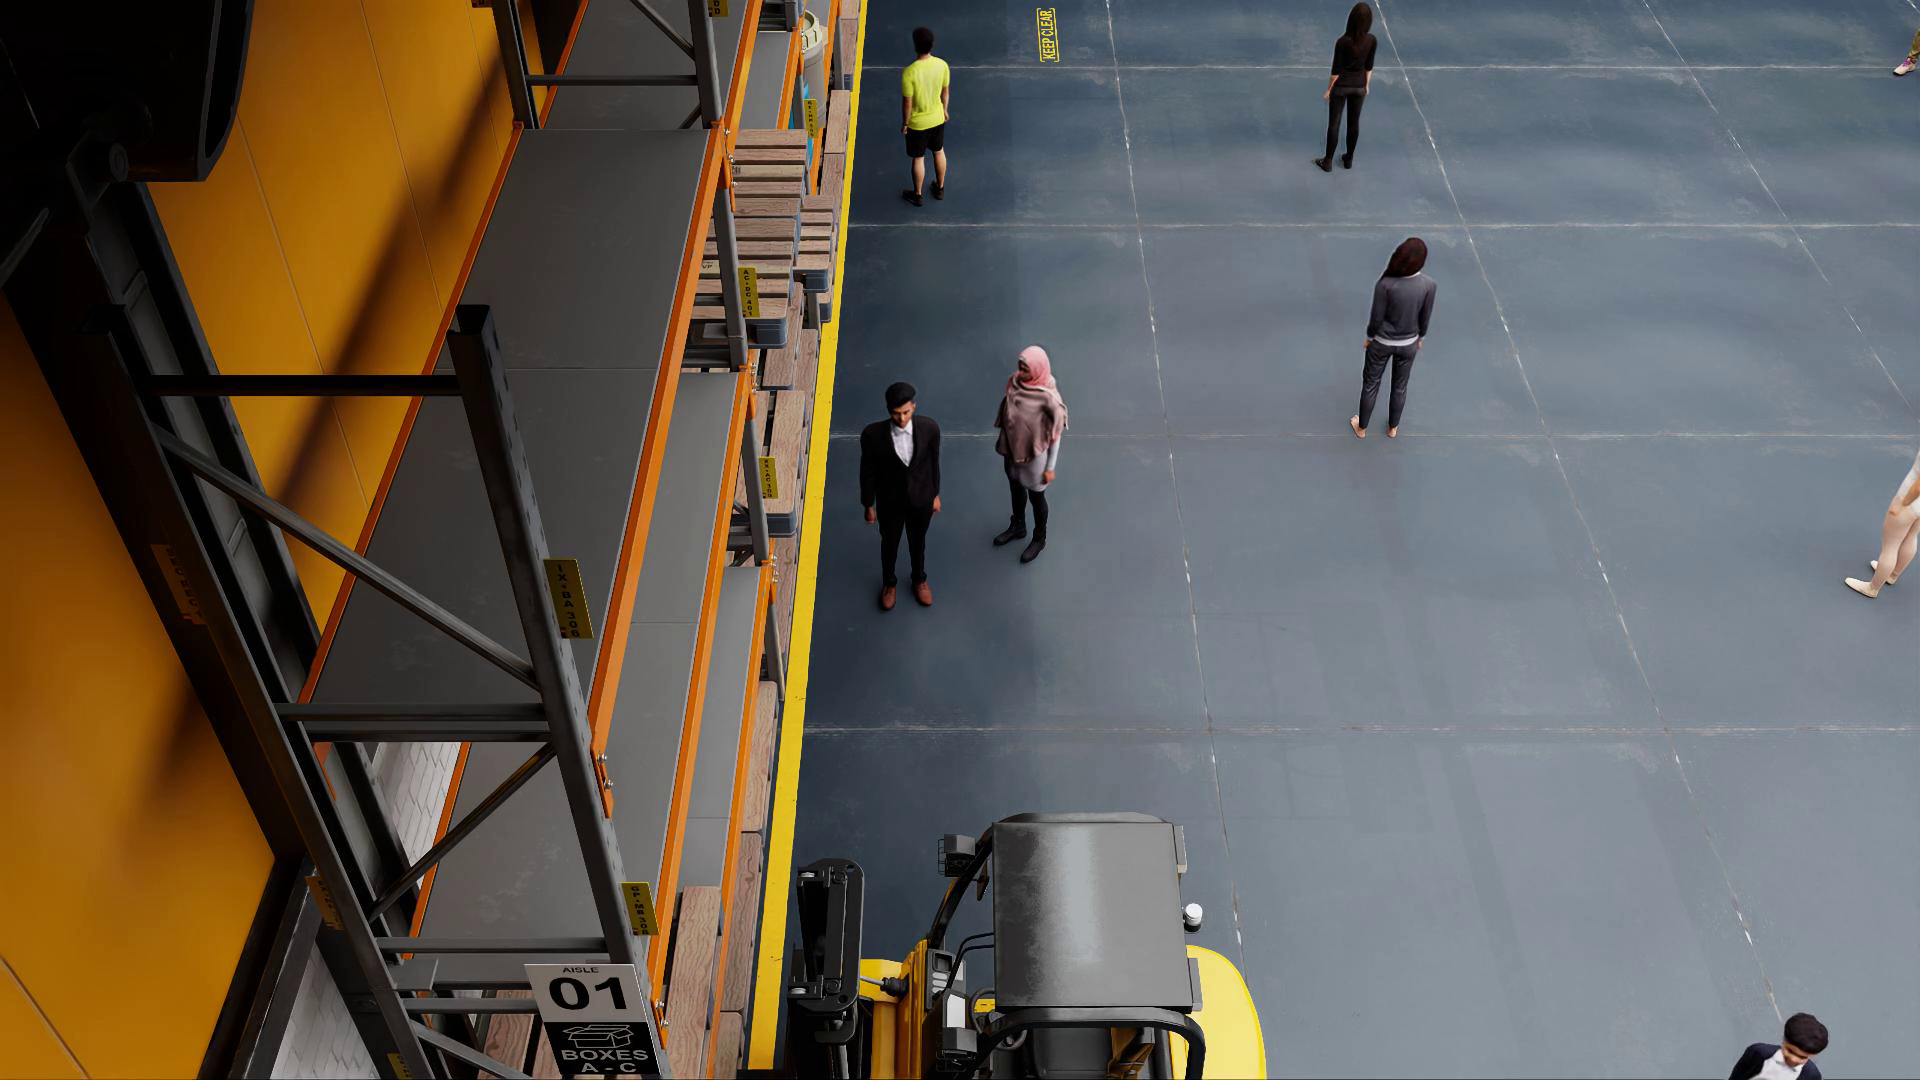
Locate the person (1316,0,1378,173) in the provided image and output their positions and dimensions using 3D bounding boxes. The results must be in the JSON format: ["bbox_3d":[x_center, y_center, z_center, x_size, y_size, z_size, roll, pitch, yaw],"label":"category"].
[{"bbox_3d":[3.620,-4.204,15.464,0.603,1.642,0.549,-7,44,-7],"label":"person"}]

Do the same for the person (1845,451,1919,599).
[{"bbox_3d":[6.537,-0.273,11.336,0.621,1.644,0.638,-24,49,-23],"label":"person"}]

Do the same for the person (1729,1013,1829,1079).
[{"bbox_3d":[4.120,2.757,8.478,0.785,1.199,0.871,31,51,28],"label":"person"}]

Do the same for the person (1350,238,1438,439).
[{"bbox_3d":[3.280,-1.509,12.543,0.601,1.768,0.507,0,44,0],"label":"person"}]

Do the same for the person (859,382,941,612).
[{"bbox_3d":[-0.378,-0.309,11.200,0.746,1.883,0.627,-9,44,-9],"label":"person"}]

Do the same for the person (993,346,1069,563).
[{"bbox_3d":[0.478,-0.602,11.567,0.732,1.803,0.790,34,53,30],"label":"person"}]

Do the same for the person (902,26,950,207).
[{"bbox_3d":[-0.308,-3.833,15.027,0.699,1.708,0.693,-20,47,-19],"label":"person"}]
